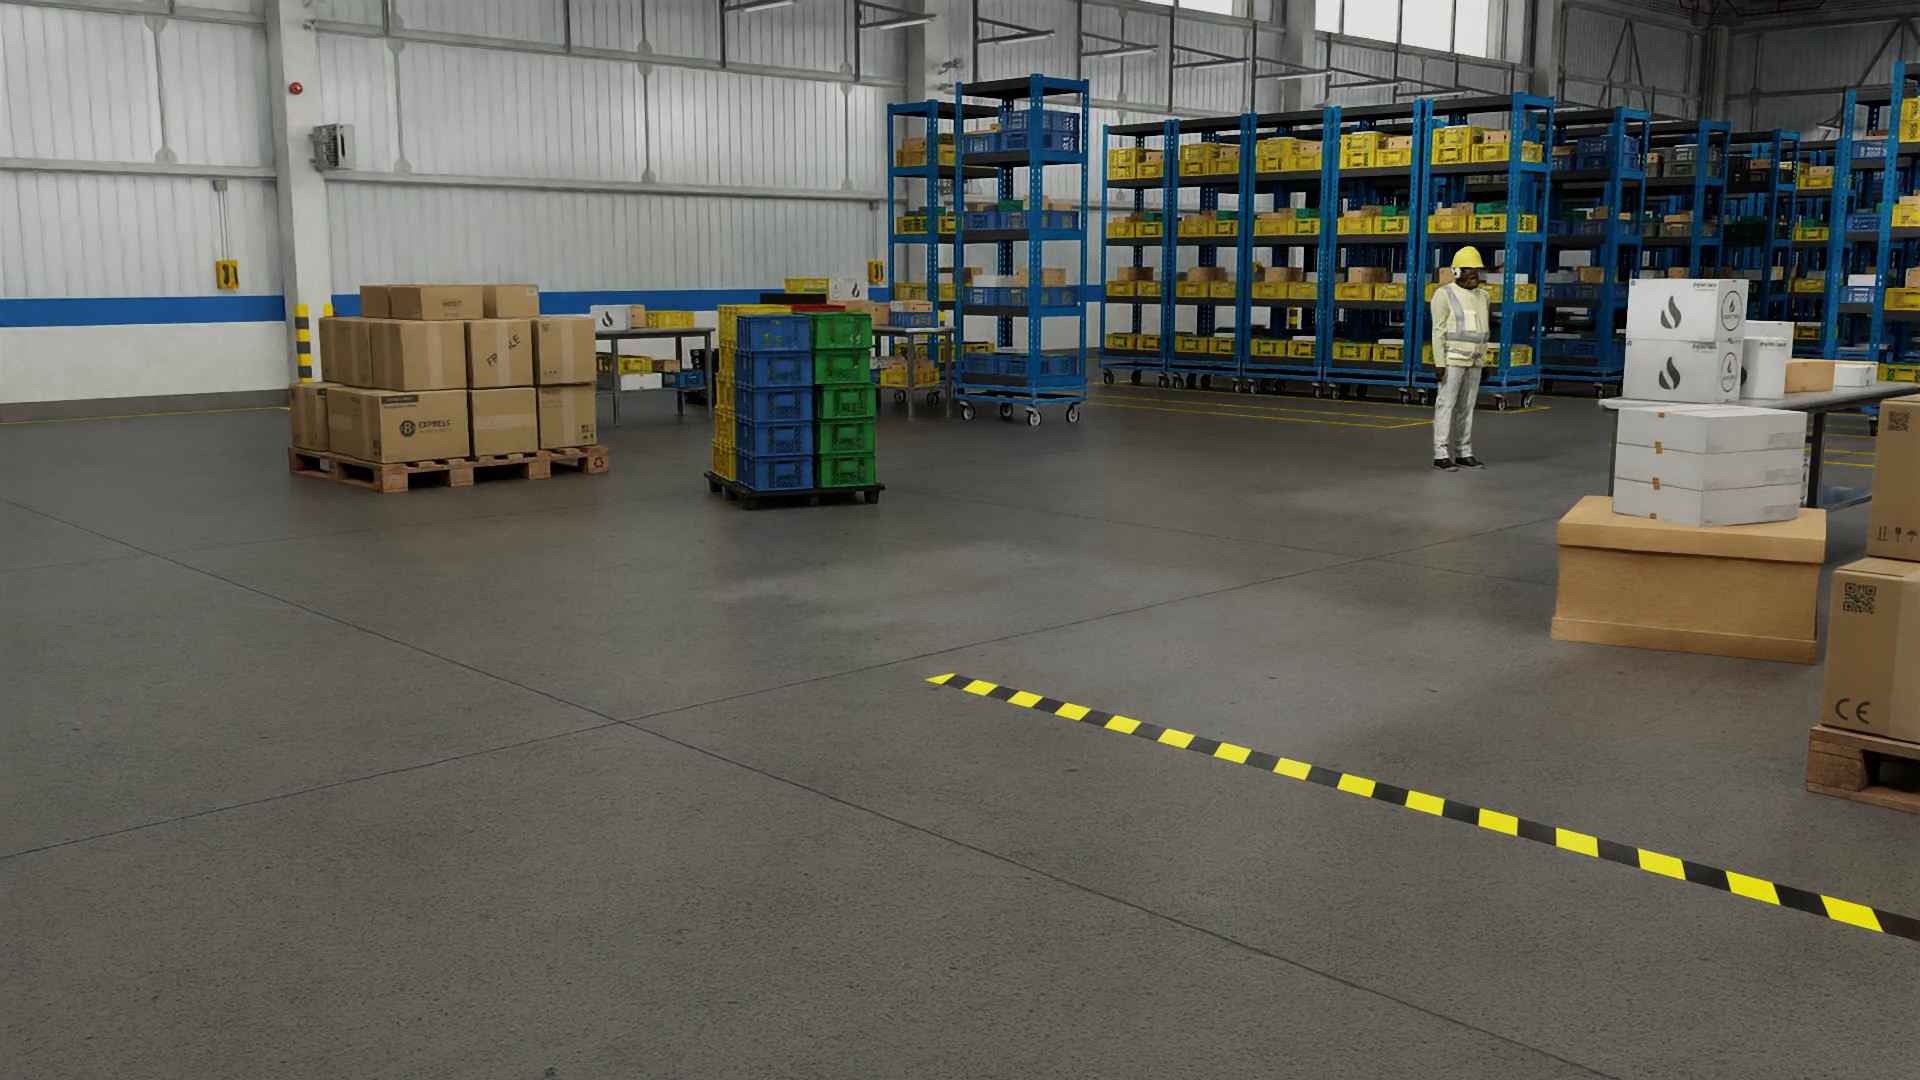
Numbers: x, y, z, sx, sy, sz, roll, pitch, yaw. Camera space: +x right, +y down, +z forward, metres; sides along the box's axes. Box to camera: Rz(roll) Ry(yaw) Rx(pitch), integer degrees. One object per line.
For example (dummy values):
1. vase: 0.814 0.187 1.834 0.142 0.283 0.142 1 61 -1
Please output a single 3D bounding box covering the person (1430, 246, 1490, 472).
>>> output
1. person: 4.123 -1.479 13.651 0.590 1.833 0.404 -5 11 -30
